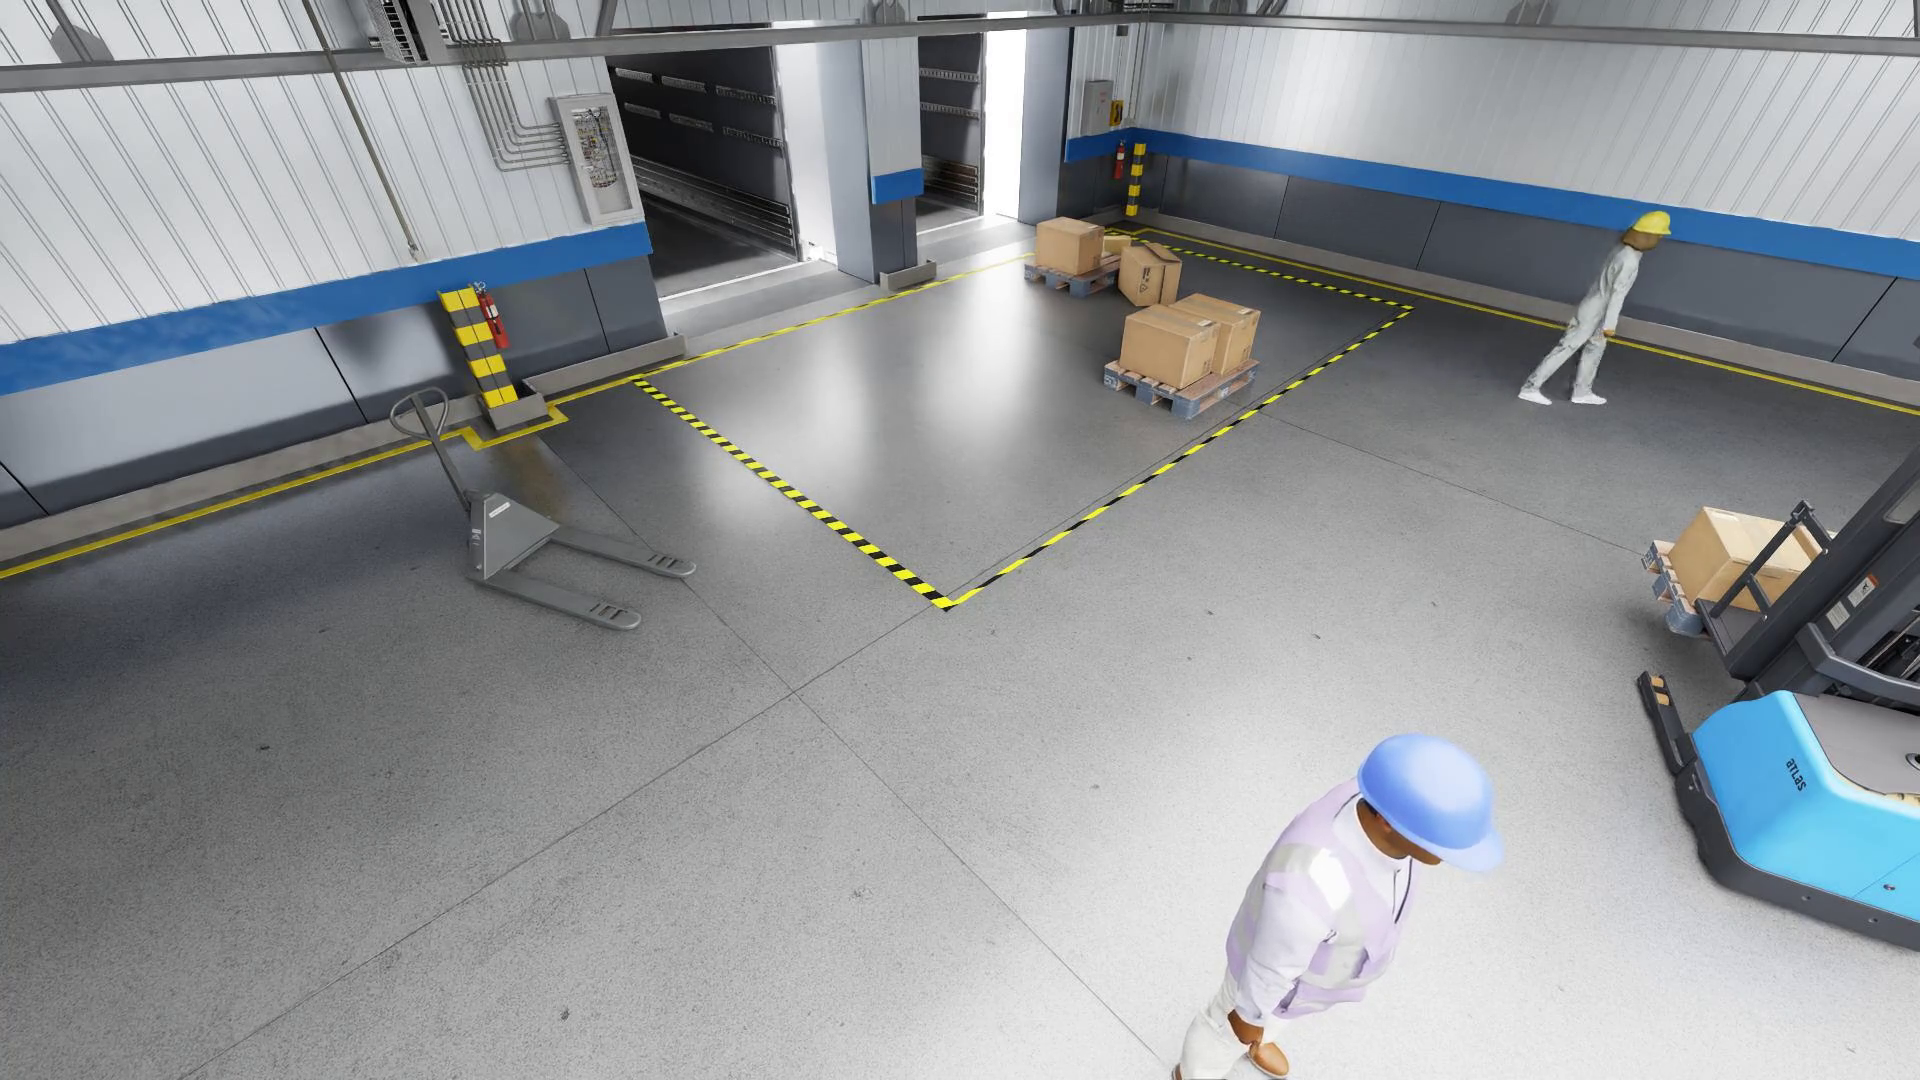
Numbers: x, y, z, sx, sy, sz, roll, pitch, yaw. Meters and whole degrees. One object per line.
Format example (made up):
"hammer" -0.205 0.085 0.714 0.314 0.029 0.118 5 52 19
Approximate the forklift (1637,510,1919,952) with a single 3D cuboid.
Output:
"forklift" 3.839 0.603 2.839 0.716 2.013 0.776 16 41 20

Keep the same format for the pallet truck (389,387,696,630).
"pallet truck" -2.613 -0.247 4.593 1.601 1.201 0.680 14 40 17

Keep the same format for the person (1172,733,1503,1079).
"person" 0.999 1.202 2.139 0.604 1.947 0.404 -27 45 -30

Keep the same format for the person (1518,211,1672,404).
"person" 5.665 -1.957 6.411 0.687 1.719 0.504 21 42 25
